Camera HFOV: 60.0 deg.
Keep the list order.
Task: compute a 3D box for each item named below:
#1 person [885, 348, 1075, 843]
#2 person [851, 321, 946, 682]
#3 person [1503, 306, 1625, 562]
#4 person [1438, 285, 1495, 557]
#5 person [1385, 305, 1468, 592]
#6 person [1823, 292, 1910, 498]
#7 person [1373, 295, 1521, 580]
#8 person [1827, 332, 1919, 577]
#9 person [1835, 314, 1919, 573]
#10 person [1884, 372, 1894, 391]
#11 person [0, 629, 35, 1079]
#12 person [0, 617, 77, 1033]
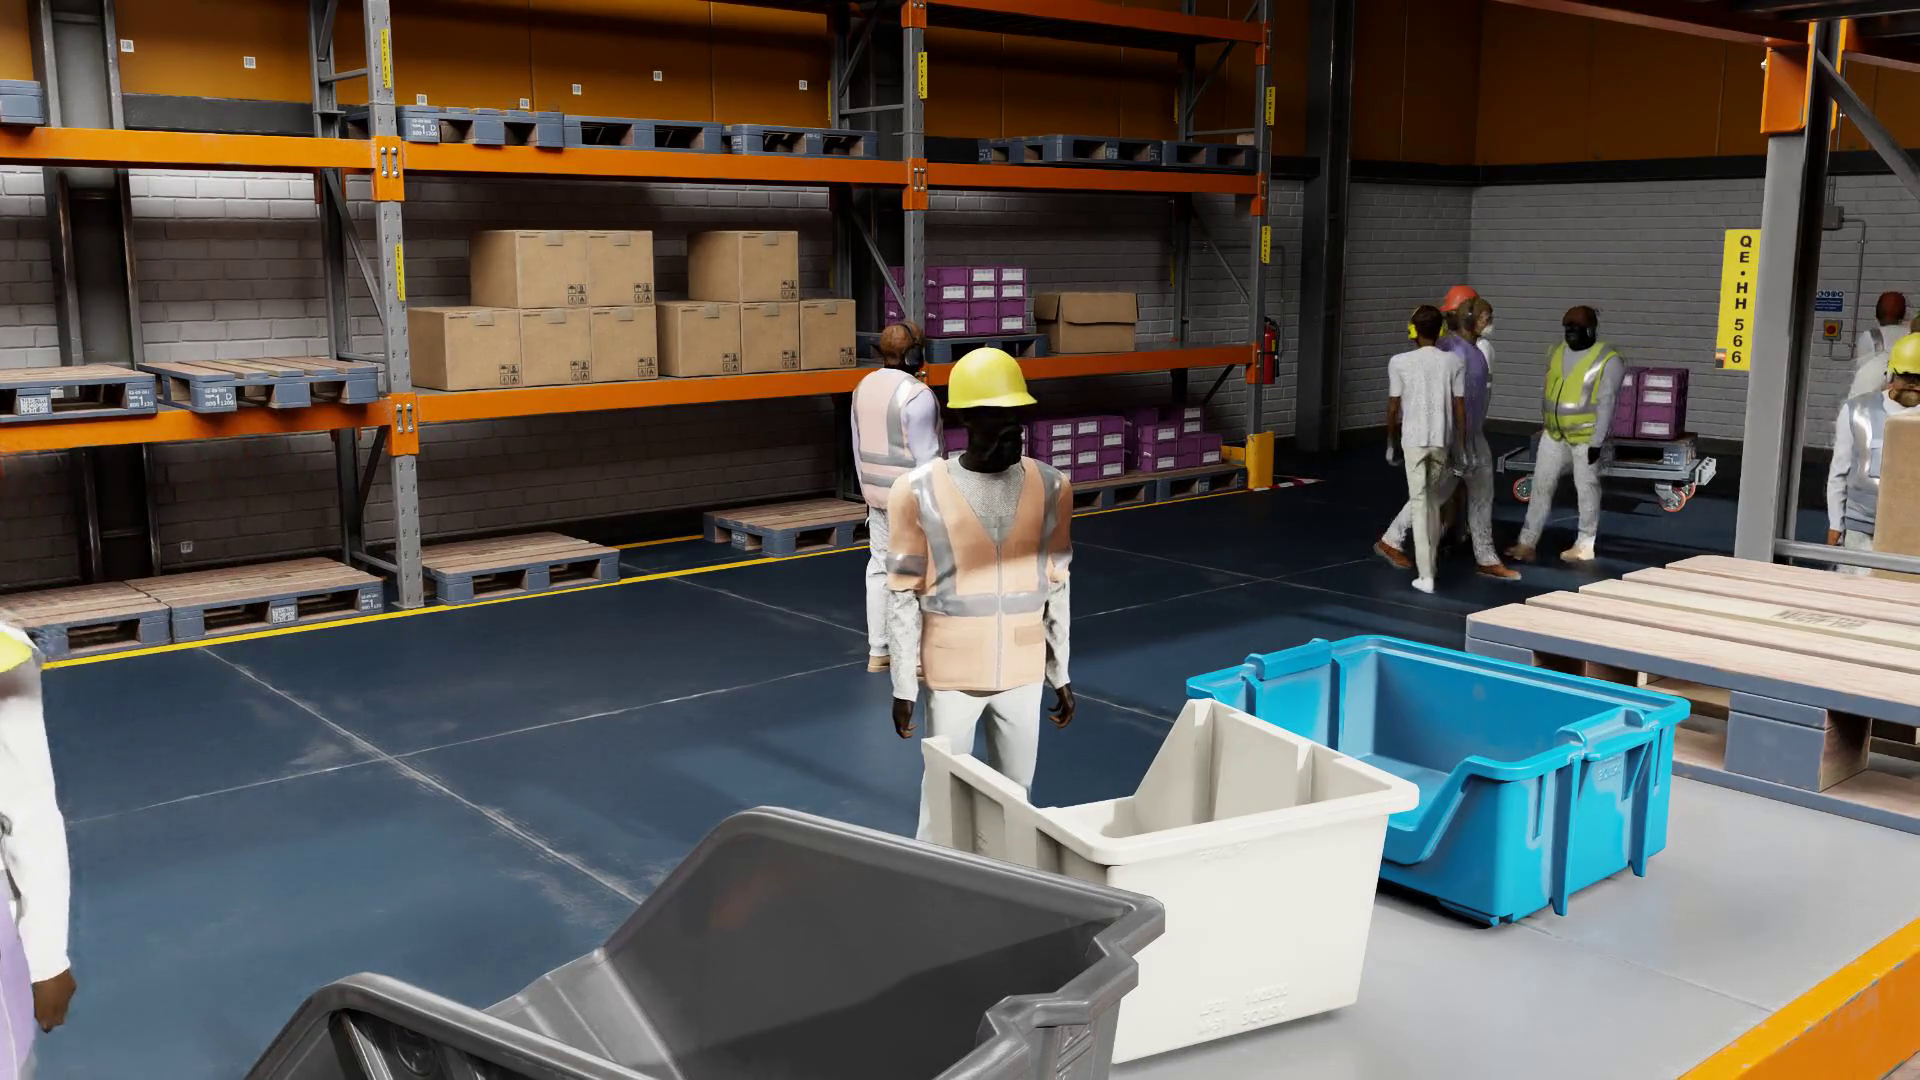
[{"bbox_3d":[0.072,0.386,5.032,0.594,1.929,0.352,-3,11,-18],"label":"person"},{"bbox_3d":[-0.285,-0.195,8.540,0.429,1.841,0.636,-8,13,-36],"label":"person"},{"bbox_3d":[4.185,-0.705,11.505,0.878,1.801,0.637,-7,12,-33],"label":"person"},{"bbox_3d":[3.565,-0.847,11.924,0.358,1.937,0.548,-3,11,-16],"label":"person"},{"bbox_3d":[3.015,-0.599,10.847,0.493,1.834,0.724,-1,10,-3],"label":"person"},{"bbox_3d":[7.579,-1.114,13.707,0.600,1.829,0.980,0,10,-2],"label":"person"},{"bbox_3d":[3.290,-0.693,11.178,0.962,1.902,0.628,7,12,33],"label":"person"},{"bbox_3d":[4.456,-0.077,7.935,0.588,1.822,0.404,4,11,23],"label":"person"},{"bbox_3d":[4.985,-0.292,8.969,0.741,1.895,0.371,-4,11,-19],"label":"person"},{"bbox_3d":[5.056,-0.285,8.607,0.612,1.997,0.375,6,12,31],"label":"person"},{"bbox_3d":[-1.285,0.919,2.061,0.388,1.926,0.590,-2,10,-14],"label":"person"},{"bbox_3d":[-2.017,0.773,3.059,0.589,1.865,0.666,5,11,25],"label":"person"}]
